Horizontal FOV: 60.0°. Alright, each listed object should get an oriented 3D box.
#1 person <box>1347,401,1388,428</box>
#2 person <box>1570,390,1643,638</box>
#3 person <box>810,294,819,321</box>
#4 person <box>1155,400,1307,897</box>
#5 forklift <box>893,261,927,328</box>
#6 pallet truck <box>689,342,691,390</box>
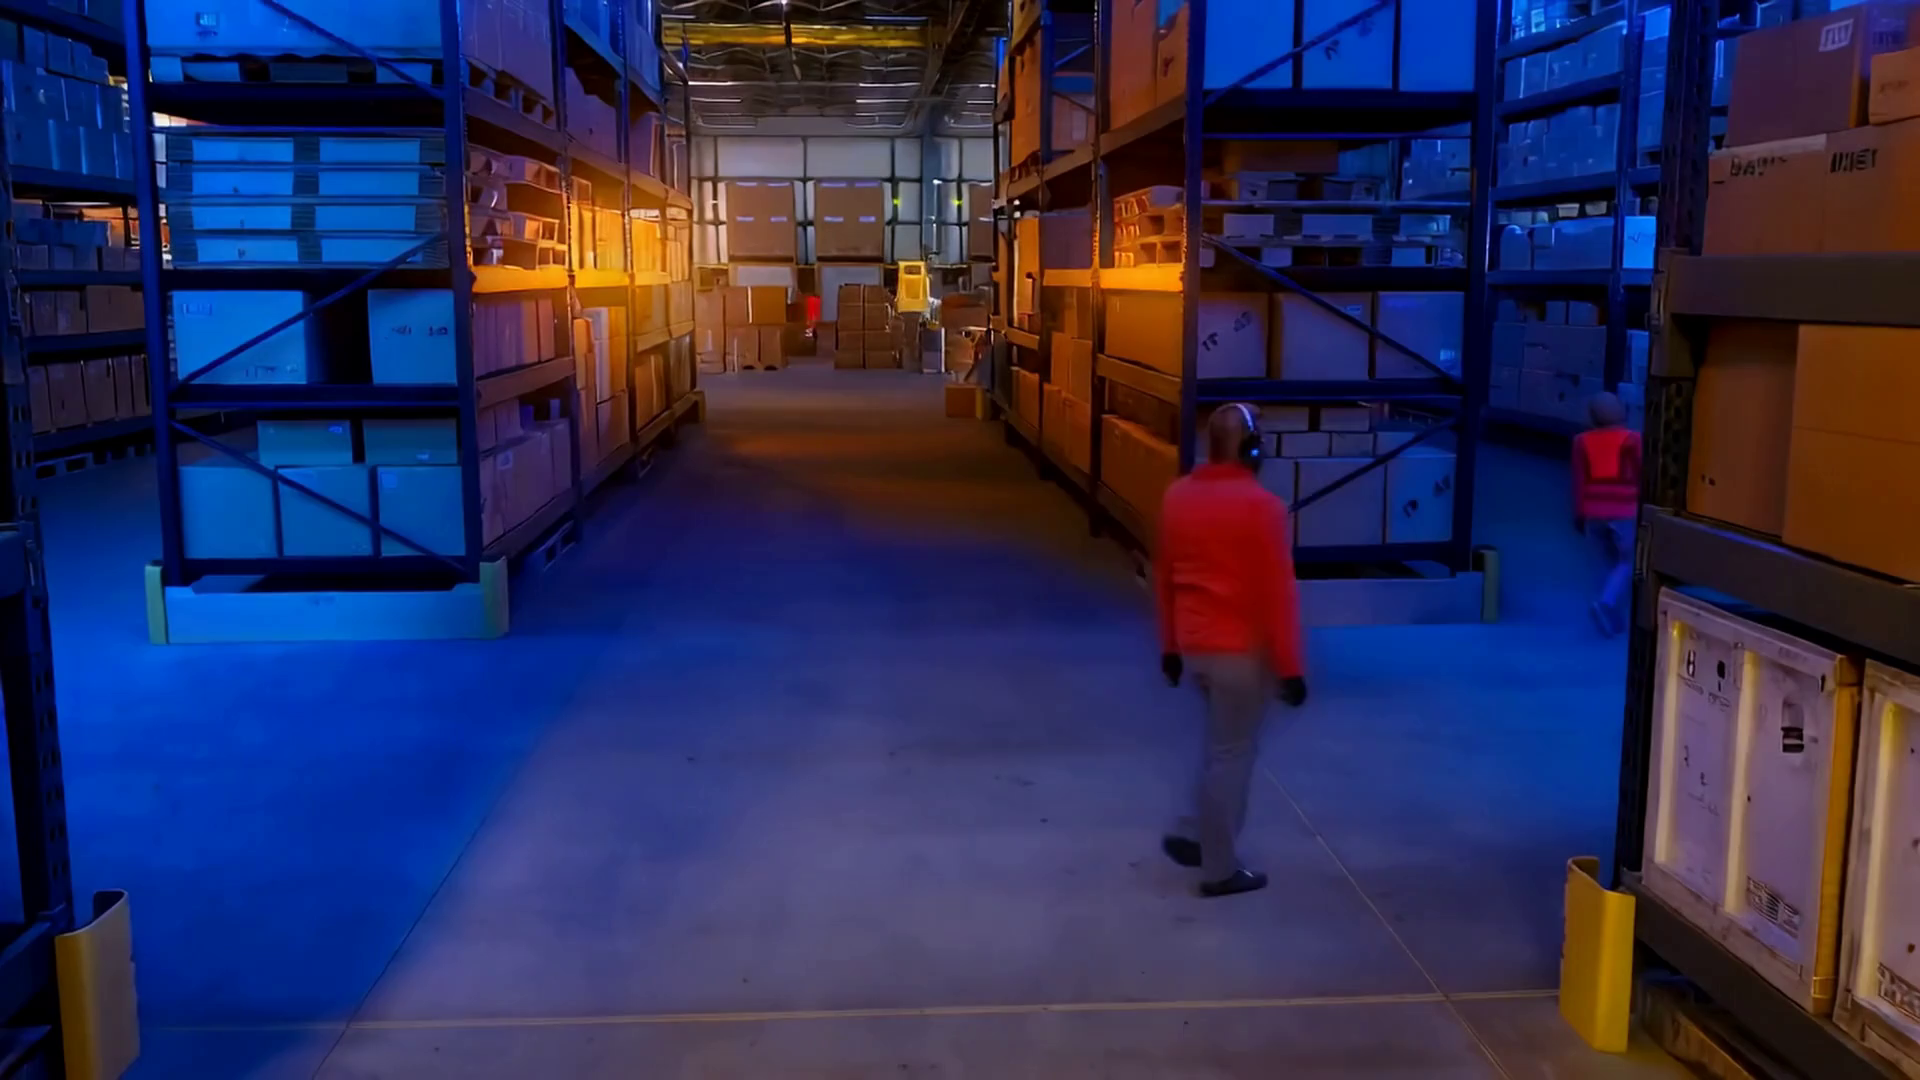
[{"bbox_3d":[4.082,-1.316,16.814,0.648,2.002,0.951,-1,9,-4],"label":"person"},{"bbox_3d":[4.151,-0.149,10.693,0.529,1.613,0.548,-9,13,-44],"label":"person"},{"bbox_3d":[-5.821,-9.092,66.846,0.385,1.623,0.538,-3,10,-18],"label":"person"},{"bbox_3d":[1.039,0.420,6.295,0.432,1.893,0.644,-5,10,-27],"label":"person"},{"bbox_3d":[-1.620,-8.088,56.615,1.129,2.768,1.873,1,9,9],"label":"forklift"},{"bbox_3d":[-5.225,-3.008,27.480,1.885,1.965,0.823,2,9,14],"label":"pallet truck"}]
